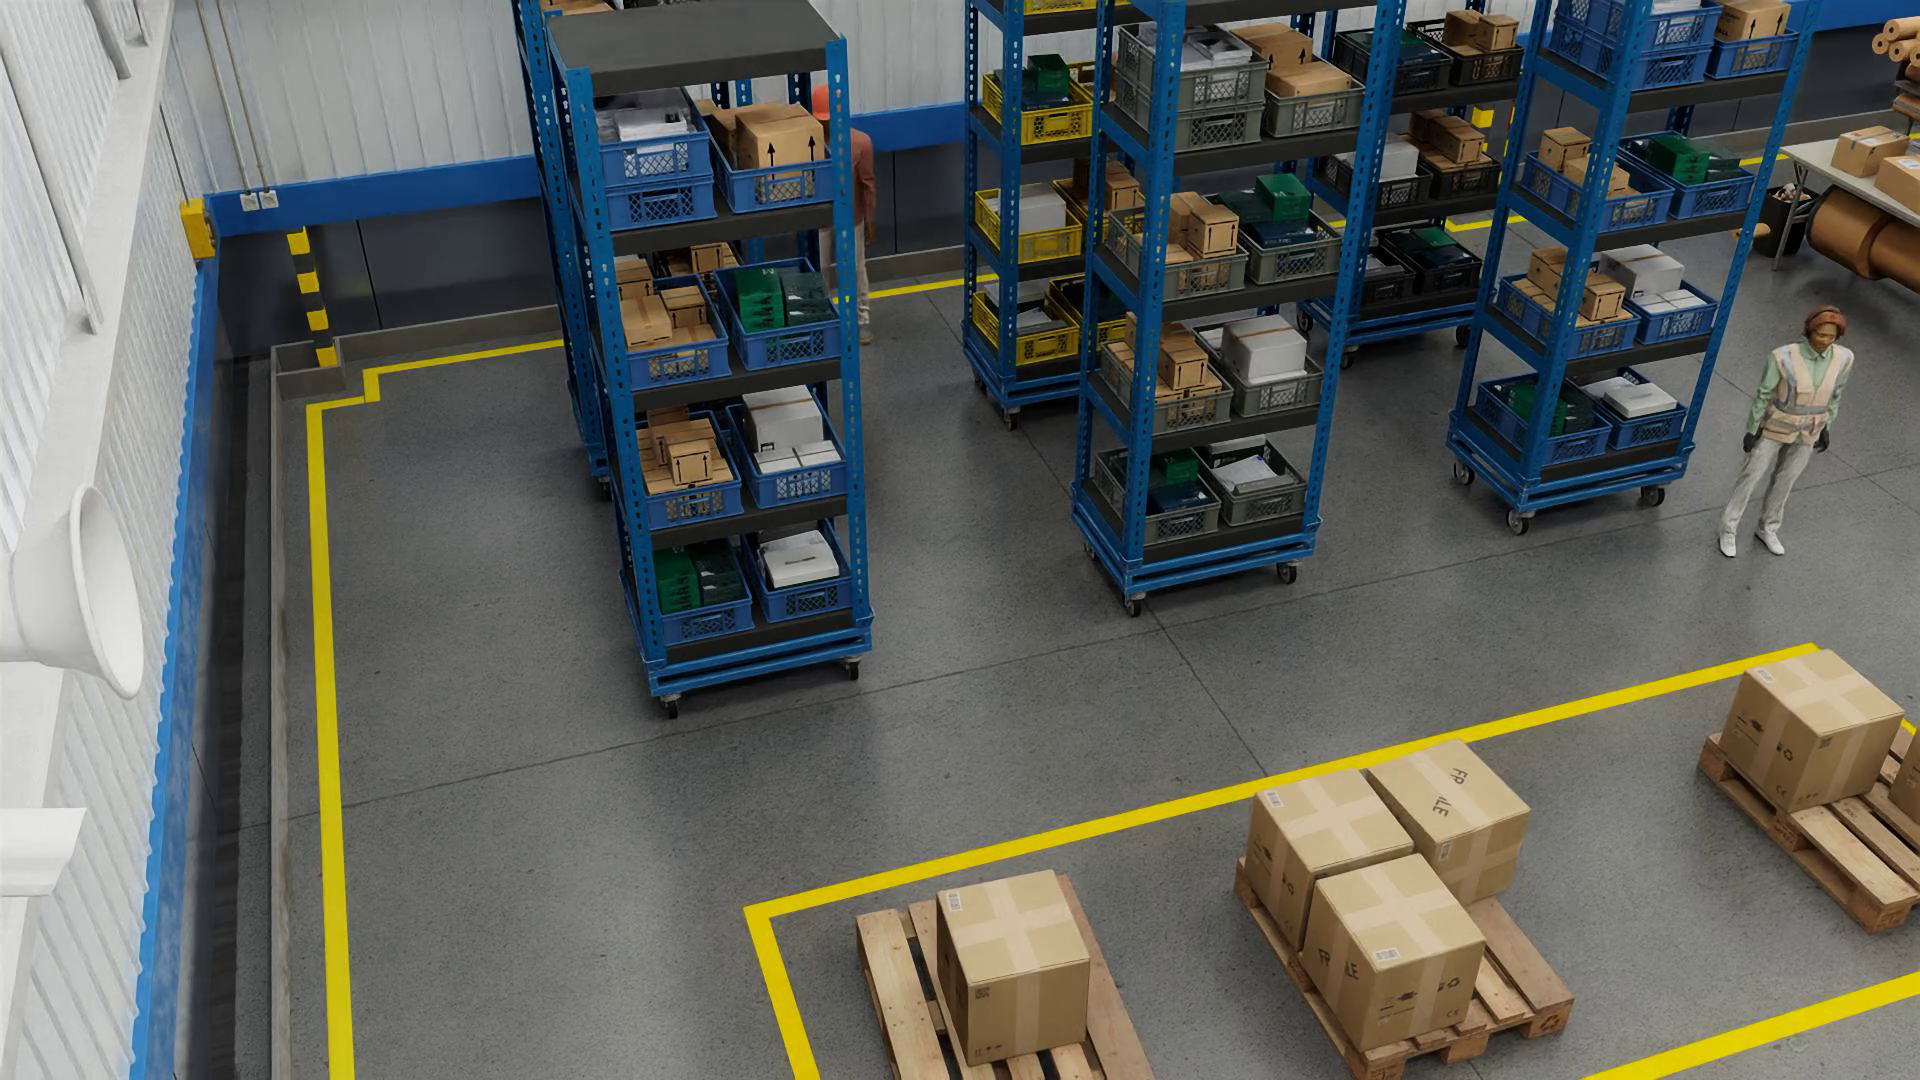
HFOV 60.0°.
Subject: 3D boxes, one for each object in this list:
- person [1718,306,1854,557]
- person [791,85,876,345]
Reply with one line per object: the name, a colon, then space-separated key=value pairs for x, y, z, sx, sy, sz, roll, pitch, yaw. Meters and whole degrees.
person: x=4.847 y=-0.629 z=9.744 sx=0.524 sy=1.636 sz=0.308 roll=-2 pitch=35 yaw=-3
person: x=-0.909 y=-2.277 z=11.797 sx=0.634 sy=1.981 sz=0.435 roll=0 pitch=35 yaw=-1
